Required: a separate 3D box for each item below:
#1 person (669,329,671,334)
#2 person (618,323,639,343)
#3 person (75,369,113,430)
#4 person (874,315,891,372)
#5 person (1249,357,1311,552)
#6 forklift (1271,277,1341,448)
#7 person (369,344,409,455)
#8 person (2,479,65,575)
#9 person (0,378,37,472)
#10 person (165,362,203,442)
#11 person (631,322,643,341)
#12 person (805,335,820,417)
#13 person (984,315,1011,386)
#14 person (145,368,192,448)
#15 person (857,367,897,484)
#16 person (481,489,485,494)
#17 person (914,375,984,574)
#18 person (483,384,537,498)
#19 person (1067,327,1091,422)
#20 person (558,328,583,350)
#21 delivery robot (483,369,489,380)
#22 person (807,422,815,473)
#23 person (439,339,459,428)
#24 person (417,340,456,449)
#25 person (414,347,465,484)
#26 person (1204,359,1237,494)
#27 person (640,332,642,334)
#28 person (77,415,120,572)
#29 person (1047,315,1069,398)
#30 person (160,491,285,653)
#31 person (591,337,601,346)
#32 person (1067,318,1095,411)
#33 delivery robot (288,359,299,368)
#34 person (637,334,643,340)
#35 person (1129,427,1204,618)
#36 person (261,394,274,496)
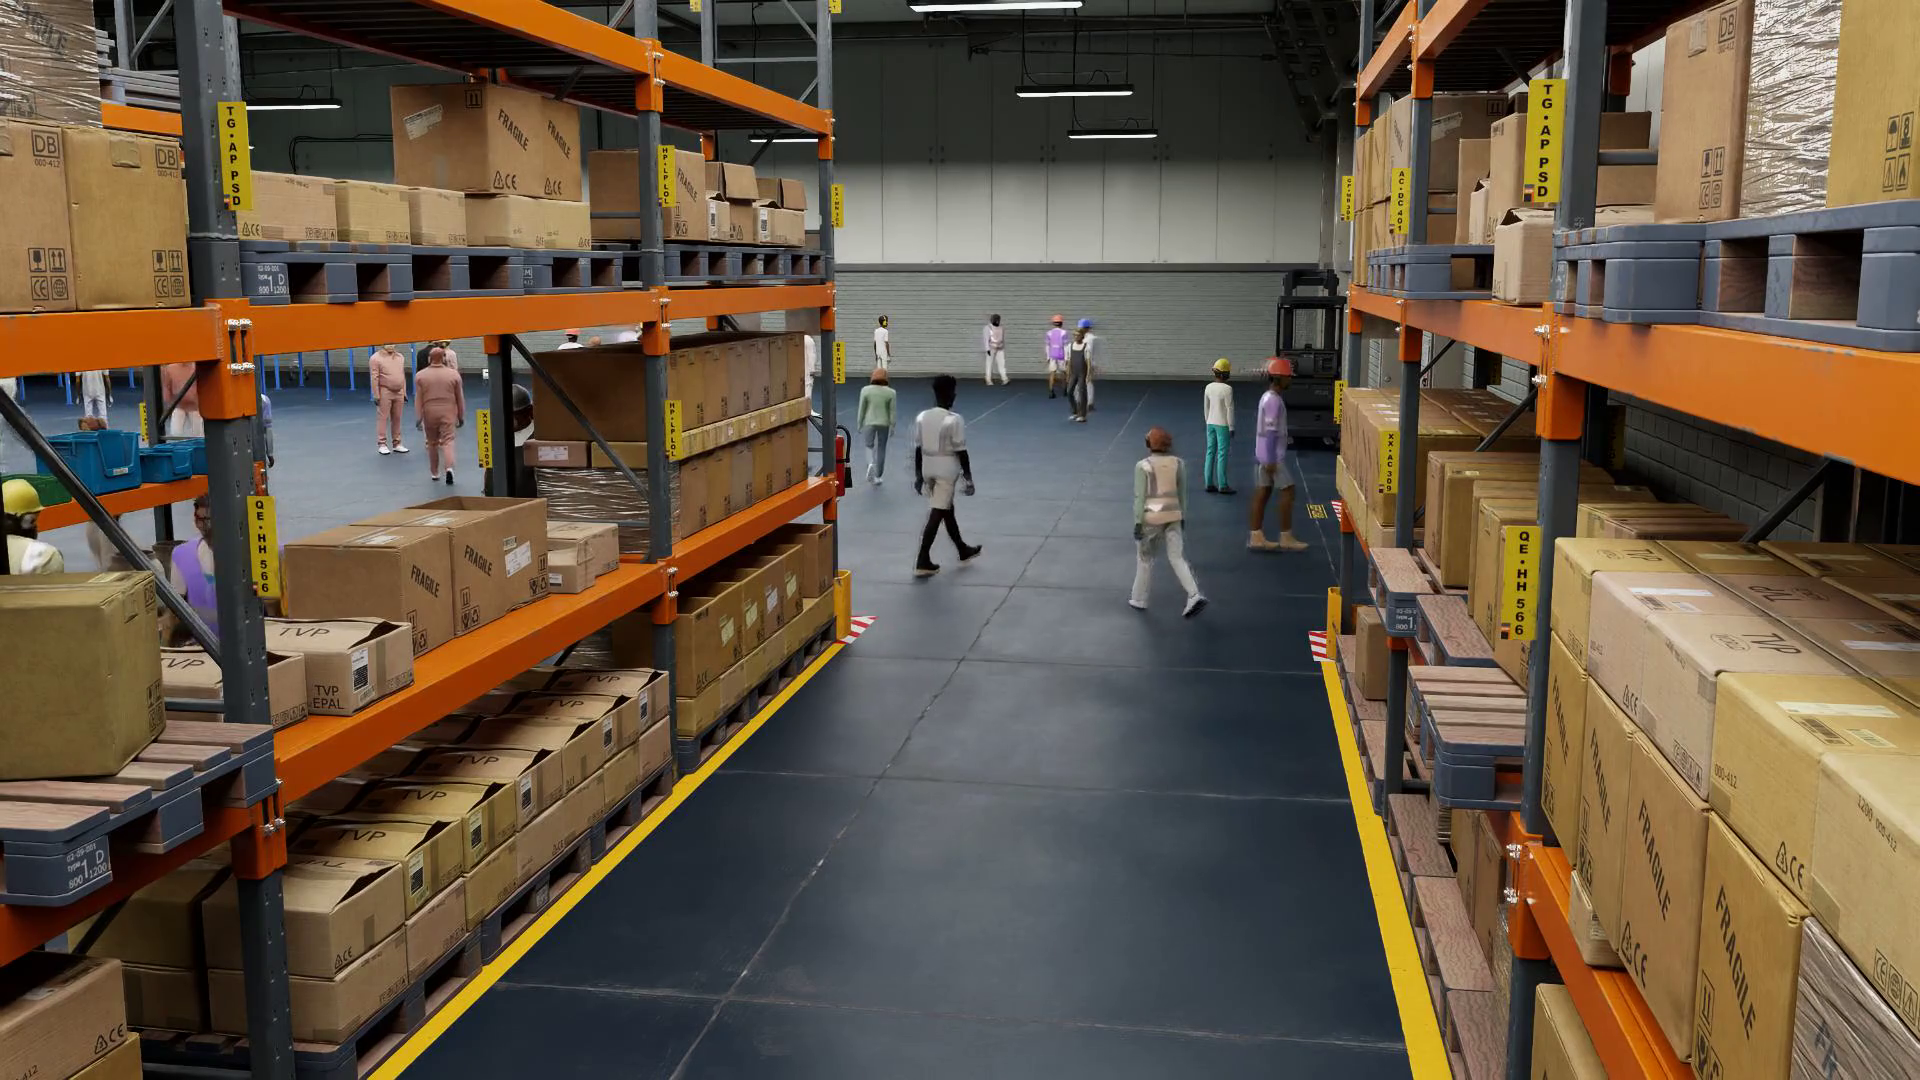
[{"bbox_3d":[-6.005,-3.492,34.014,0.648,1.823,0.794,-2,10,-15],"label":"person"},{"bbox_3d":[-6.940,-3.707,35.285,0.656,1.841,0.979,8,12,41],"label":"person"},{"bbox_3d":[-13.765,-2.285,26.437,0.531,1.870,0.317,-4,10,-25],"label":"person"},{"bbox_3d":[-1.808,-4.342,39.124,0.313,1.869,0.538,-8,12,-39],"label":"person"},{"bbox_3d":[3.382,-0.875,17.270,0.759,2.019,0.648,1,9,5],"label":"person"},{"bbox_3d":[5.847,-3.016,27.970,1.129,2.768,1.873,1,9,9],"label":"forklift"},{"bbox_3d":[-9.121,-2.340,26.671,0.399,1.904,0.644,6,11,34],"label":"person"},{"bbox_3d":[-4.956,0.588,8.833,0.600,1.828,0.404,1,9,7],"label":"person"},{"bbox_3d":[-13.776,-1.838,24.170,0.833,1.708,0.484,-2,9,-12],"label":"person"},{"bbox_3d":[-10.960,-1.871,23.572,0.638,1.968,0.631,-1,9,-3],"label":"person"},{"bbox_3d":[-6.555,-3.641,34.655,0.585,1.917,0.381,-6,11,-34],"label":"person"},{"bbox_3d":[-3.088,-3.443,33.466,0.399,1.910,0.643,-6,11,-34],"label":"person"},{"bbox_3d":[0.933,-4.818,42.287,0.631,1.794,0.953,-5,10,-27],"label":"person"},{"bbox_3d":[-12.475,-2.175,26.266,0.952,1.714,0.523,-7,12,-38],"label":"person"},{"bbox_3d":[-1.129,-1.548,22.673,0.547,1.608,0.598,0,9,-2],"label":"person"},{"bbox_3d":[-5.925,-1.453,21.905,0.743,1.673,0.530,-6,11,-33],"label":"person"},{"bbox_3d":[-0.112,-0.652,16.220,0.986,1.909,0.626,-8,12,-42],"label":"person"},{"bbox_3d":[-3.552,-0.231,13.370,0.676,2.000,0.536,3,10,17],"label":"person"},{"bbox_3d":[2.266,-3.191,32.154,0.559,1.823,0.587,5,11,30],"label":"person"},{"bbox_3d":[-7.031,-2.941,30.270,0.542,1.939,0.369,2,10,15],"label":"person"},{"bbox_3d":[-11.850,-4.255,42.474,0.707,0.478,0.477,6,11,33],"label":"delivery robot"},{"bbox_3d":[-2.369,-1.712,23.163,0.916,1.786,0.614,-6,11,-33],"label":"person"},{"bbox_3d":[-9.524,-2.953,30.872,0.523,1.769,0.324,7,12,38],"label":"person"},{"bbox_3d":[-8.657,-2.506,27.446,0.611,1.984,0.401,4,10,24],"label":"person"},{"bbox_3d":[-7.202,-1.730,23.041,0.658,1.872,0.936,-3,10,-17],"label":"person"},{"bbox_3d":[3.430,-1.499,21.909,0.312,1.768,0.522,-6,11,-33],"label":"person"},{"bbox_3d":[-6.758,-3.905,36.303,0.721,1.907,0.560,-9,13,-42],"label":"person"},{"bbox_3d":[-7.759,-0.309,14.998,0.520,1.651,0.313,5,11,29],"label":"person"},{"bbox_3d":[2.300,-4.242,38.433,0.569,1.893,0.881,4,10,25],"label":"person"},{"bbox_3d":[-3.855,0.636,8.656,0.593,1.794,0.968,2,9,12],"label":"person"},{"bbox_3d":[-7.220,-3.238,33.177,0.515,1.591,0.877,0,9,0],"label":"person"},{"bbox_3d":[2.529,-3.659,34.726,0.718,1.920,0.652,-4,10,-24],"label":"person"},{"bbox_3d":[-17.887,-4.758,44.779,0.335,0.223,0.698,-6,11,-34],"label":"delivery robot"},{"bbox_3d":[-5.666,-2.847,30.174,0.976,1.794,0.631,-3,10,-19],"label":"person"},{"bbox_3d":[1.742,-0.157,14.147,0.555,1.598,0.809,-5,10,-26],"label":"person"},{"bbox_3d":[-7.759,-0.966,18.092,0.550,1.935,0.376,-6,11,-31],"label":"person"}]
